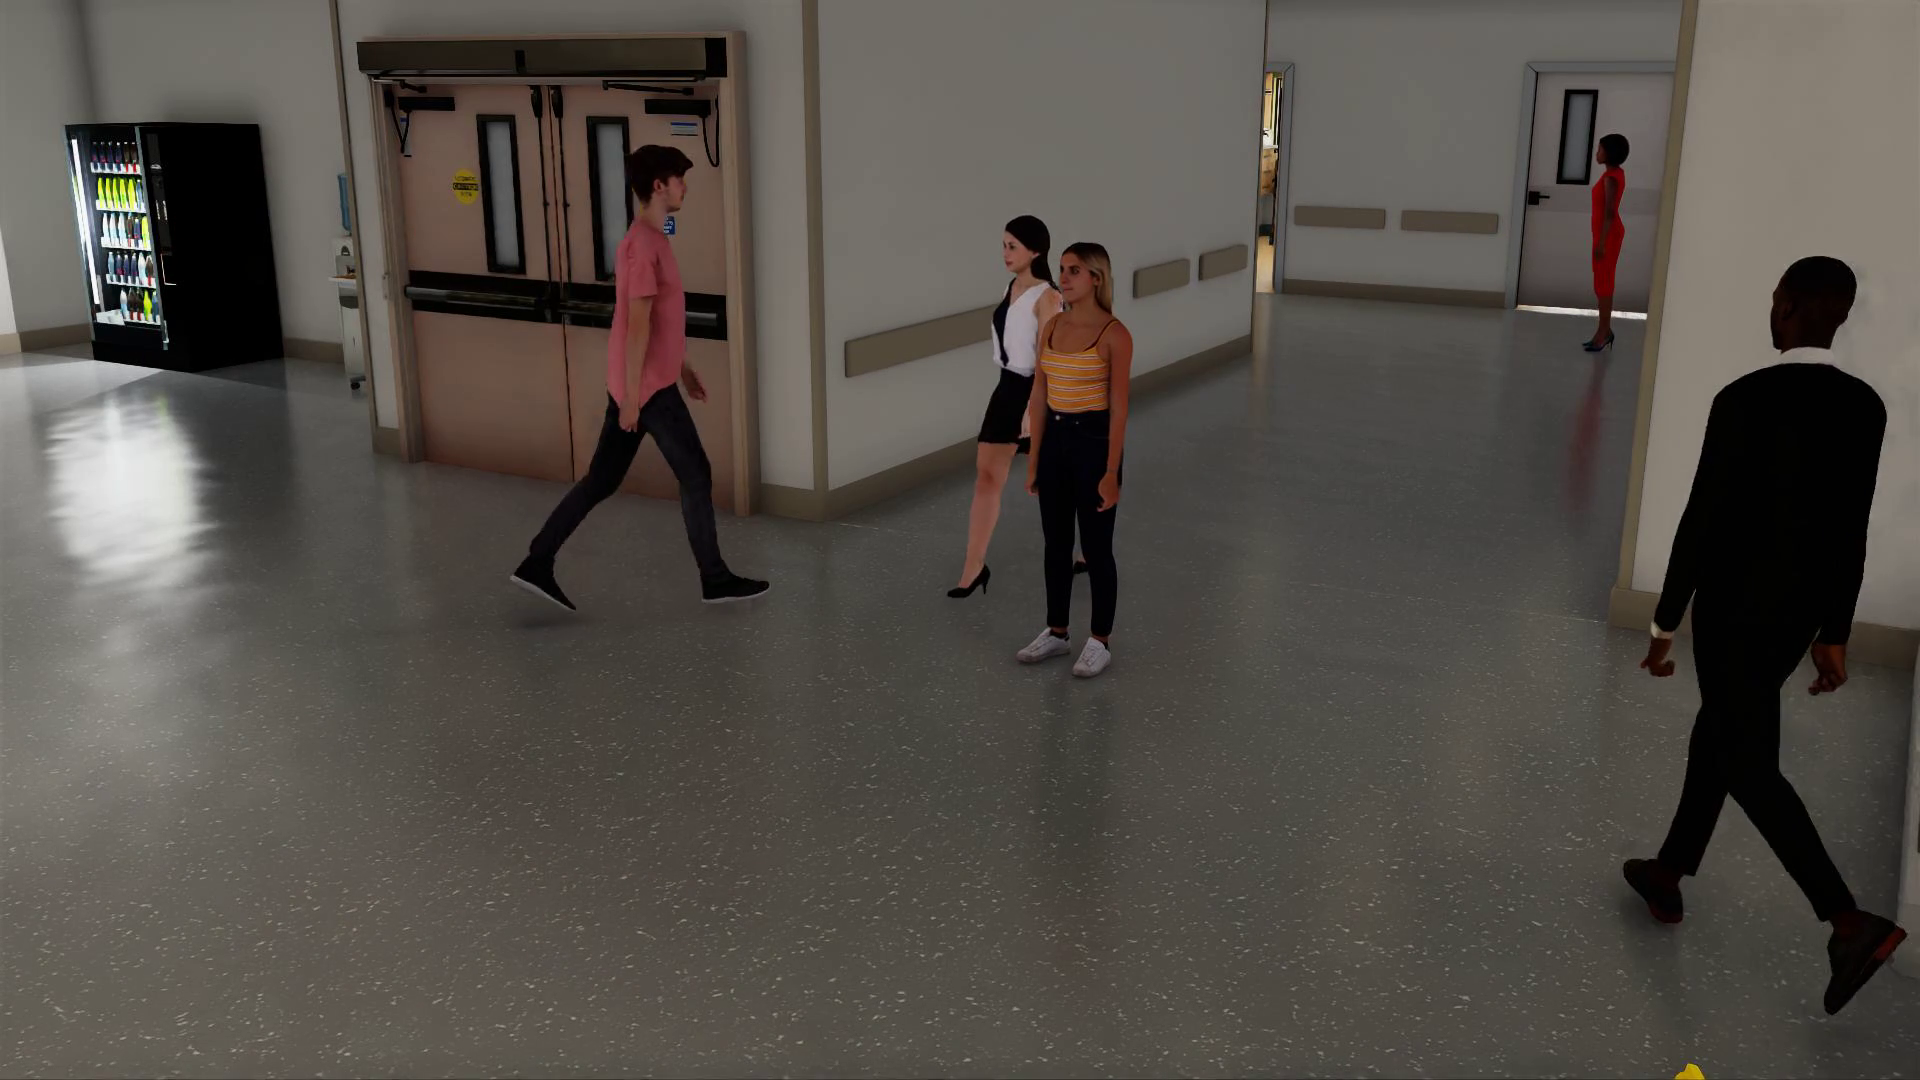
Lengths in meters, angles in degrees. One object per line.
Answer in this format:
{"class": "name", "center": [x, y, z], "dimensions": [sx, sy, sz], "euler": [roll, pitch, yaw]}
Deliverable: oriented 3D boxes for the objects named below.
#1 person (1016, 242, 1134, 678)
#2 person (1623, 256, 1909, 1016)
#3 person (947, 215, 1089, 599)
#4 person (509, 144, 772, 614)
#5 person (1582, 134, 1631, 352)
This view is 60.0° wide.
{"class": "person", "center": [0.456, -0.306, 6.283], "dimensions": [0.521, 1.628, 0.671], "euler": [14, 21, 40]}
{"class": "person", "center": [2.046, 0.240, 4.083], "dimensions": [1.182, 1.772, 1.215], "euler": [-4, 16, -14]}
{"class": "person", "center": [0.373, -0.541, 7.163], "dimensions": [0.854, 1.604, 1.075], "euler": [-13, 20, -38]}
{"class": "person", "center": [-1.407, -0.594, 6.792], "dimensions": [1.239, 1.906, 1.246], "euler": [-5, 17, -17]}
{"class": "person", "center": [5.284, -2.428, 13.599], "dimensions": [0.562, 1.743, 0.613], "euler": [6, 17, 19]}
